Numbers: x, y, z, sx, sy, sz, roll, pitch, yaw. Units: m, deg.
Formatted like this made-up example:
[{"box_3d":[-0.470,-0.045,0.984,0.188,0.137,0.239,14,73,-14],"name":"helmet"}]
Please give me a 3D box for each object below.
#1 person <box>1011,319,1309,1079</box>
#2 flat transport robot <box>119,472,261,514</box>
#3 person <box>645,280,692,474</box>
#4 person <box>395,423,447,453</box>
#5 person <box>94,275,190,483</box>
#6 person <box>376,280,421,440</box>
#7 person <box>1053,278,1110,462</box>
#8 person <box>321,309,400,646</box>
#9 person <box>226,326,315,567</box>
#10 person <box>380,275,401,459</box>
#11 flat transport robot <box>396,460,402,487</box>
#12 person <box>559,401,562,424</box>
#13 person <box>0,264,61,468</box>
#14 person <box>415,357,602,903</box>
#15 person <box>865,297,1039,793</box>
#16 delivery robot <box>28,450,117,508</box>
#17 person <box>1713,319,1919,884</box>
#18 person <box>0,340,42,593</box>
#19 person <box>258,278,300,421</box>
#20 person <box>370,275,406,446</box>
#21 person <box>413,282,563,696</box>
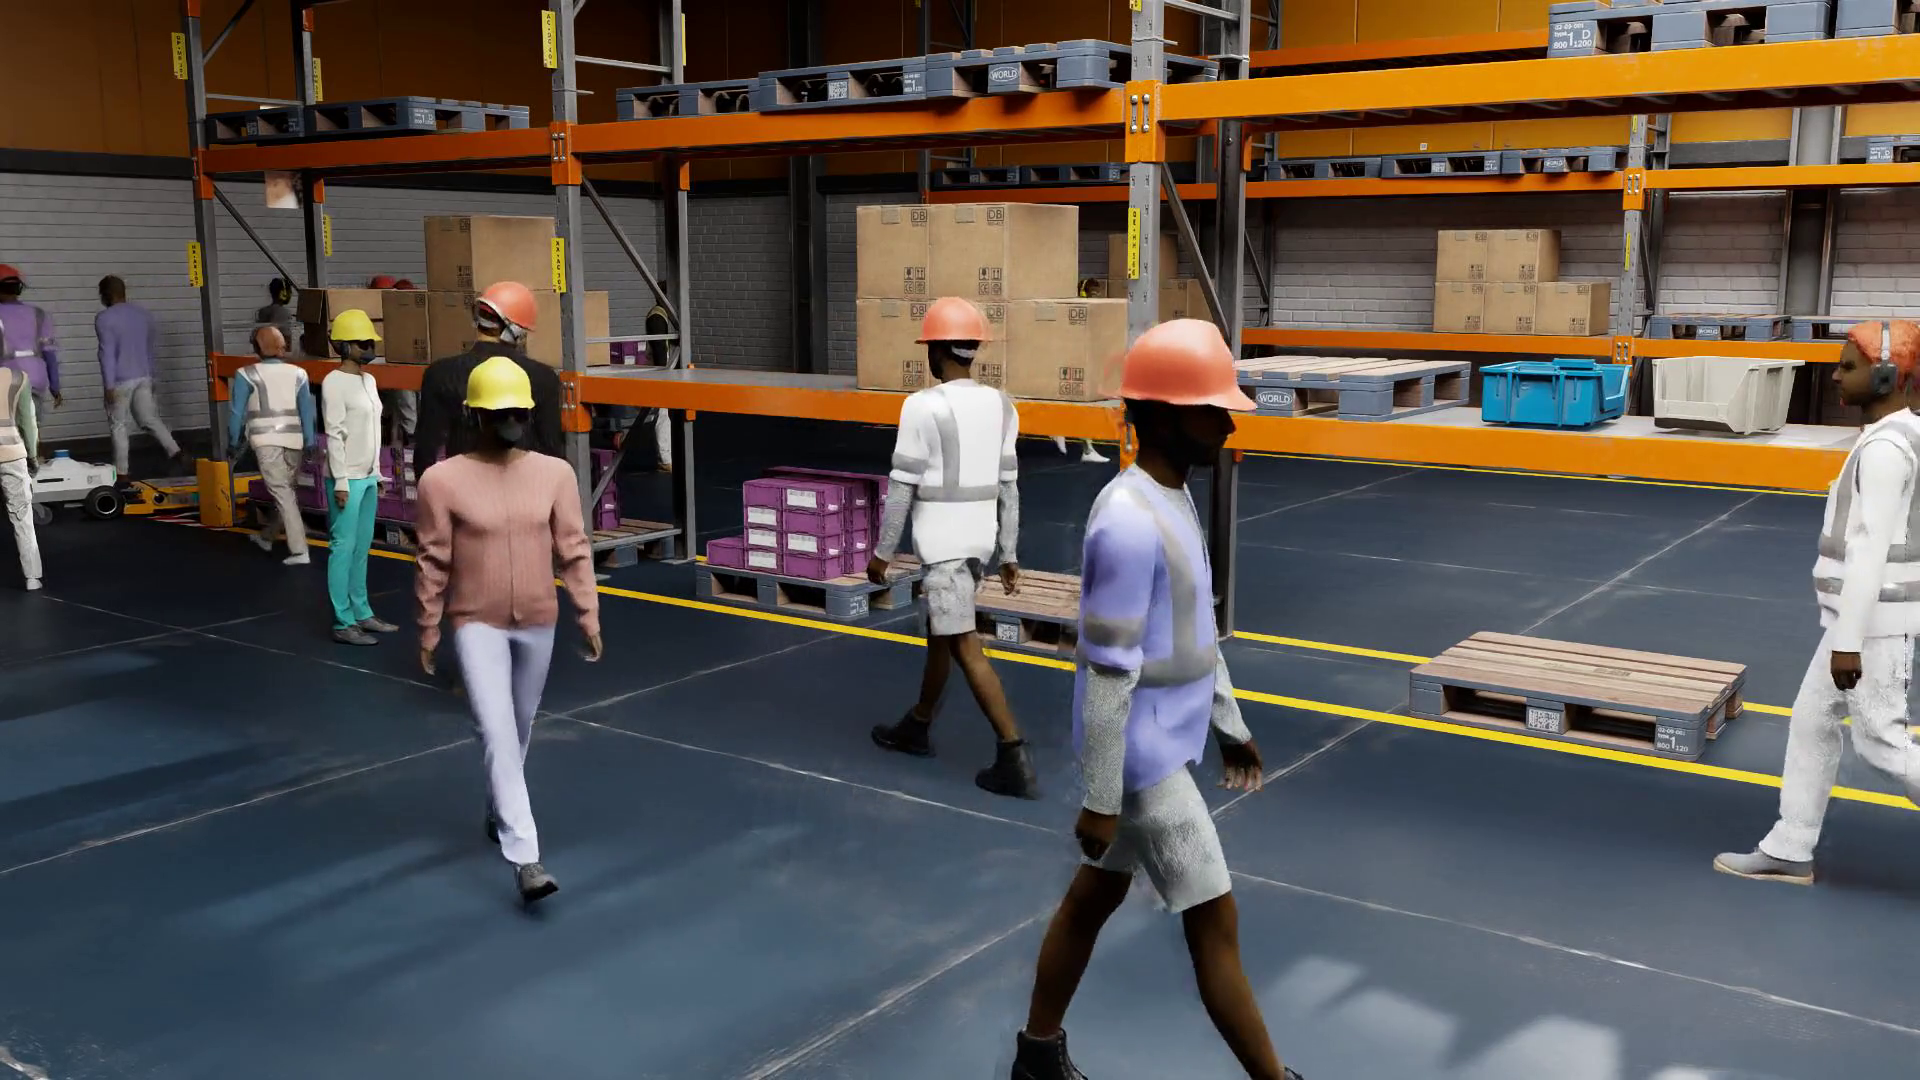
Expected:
[{"box_3d":[0.535,0.463,3.730,0.962,1.891,0.549,2,10,11],"name":"person"},{"box_3d":[-6.184,-0.402,13.696,1.431,0.197,0.652,-7,12,-37],"name":"flat transport robot"},{"box_3d":[-2.785,-1.562,15.933,0.429,1.845,0.621,0,10,0],"name":"person"},{"box_3d":[-5.540,-1.658,17.163,0.679,1.613,0.522,3,10,18],"name":"person"},{"box_3d":[-7.455,-1.446,15.067,0.855,1.912,0.657,3,10,19],"name":"person"},{"box_3d":[-4.920,-1.377,14.822,0.574,1.843,0.891,-7,12,-36],"name":"person"},{"box_3d":[1.212,-1.706,16.778,0.602,1.850,0.516,5,11,26],"name":"person"},{"box_3d":[-3.196,-0.334,8.844,0.330,1.769,0.526,1,10,3],"name":"person"},{"box_3d":[-4.633,-0.630,11.147,0.886,1.585,0.514,7,12,34],"name":"person"},{"box_3d":[-5.534,-1.592,15.959,0.473,1.891,0.668,-3,10,-16],"name":"person"},{"box_3d":[-5.115,-0.566,14.668,0.652,0.197,1.431,9,13,44],"name":"flat transport robot"},{"box_3d":[-3.355,-1.237,13.856,0.573,1.885,0.835,0,10,0],"name":"person"},{"box_3d":[-7.930,-1.334,14.103,0.851,2.006,0.624,7,12,35],"name":"person"},{"box_3d":[-1.439,0.276,5.367,0.545,1.716,0.929,-7,12,-35],"name":"person"},{"box_3d":[-0.016,0.008,6.465,0.980,1.892,0.547,8,13,41],"name":"person"},{"box_3d":[-6.958,-0.458,12.908,0.707,0.478,0.477,-8,12,-38],"name":"delivery robot"},{"box_3d":[2.899,0.249,5.140,0.874,1.859,0.586,6,11,31],"name":"person"},{"box_3d":[-5.838,-0.469,10.035,0.517,1.636,0.314,-8,12,-38],"name":"person"},{"box_3d":[-7.154,-1.820,17.498,0.546,1.843,0.559,4,10,22],"name":"person"},{"box_3d":[-5.056,-1.412,14.888,0.642,1.904,0.503,-5,11,-28],"name":"person"},{"box_3d":[-2.127,-0.183,7.471,0.600,1.921,0.899,-7,12,-36],"name":"person"}]
